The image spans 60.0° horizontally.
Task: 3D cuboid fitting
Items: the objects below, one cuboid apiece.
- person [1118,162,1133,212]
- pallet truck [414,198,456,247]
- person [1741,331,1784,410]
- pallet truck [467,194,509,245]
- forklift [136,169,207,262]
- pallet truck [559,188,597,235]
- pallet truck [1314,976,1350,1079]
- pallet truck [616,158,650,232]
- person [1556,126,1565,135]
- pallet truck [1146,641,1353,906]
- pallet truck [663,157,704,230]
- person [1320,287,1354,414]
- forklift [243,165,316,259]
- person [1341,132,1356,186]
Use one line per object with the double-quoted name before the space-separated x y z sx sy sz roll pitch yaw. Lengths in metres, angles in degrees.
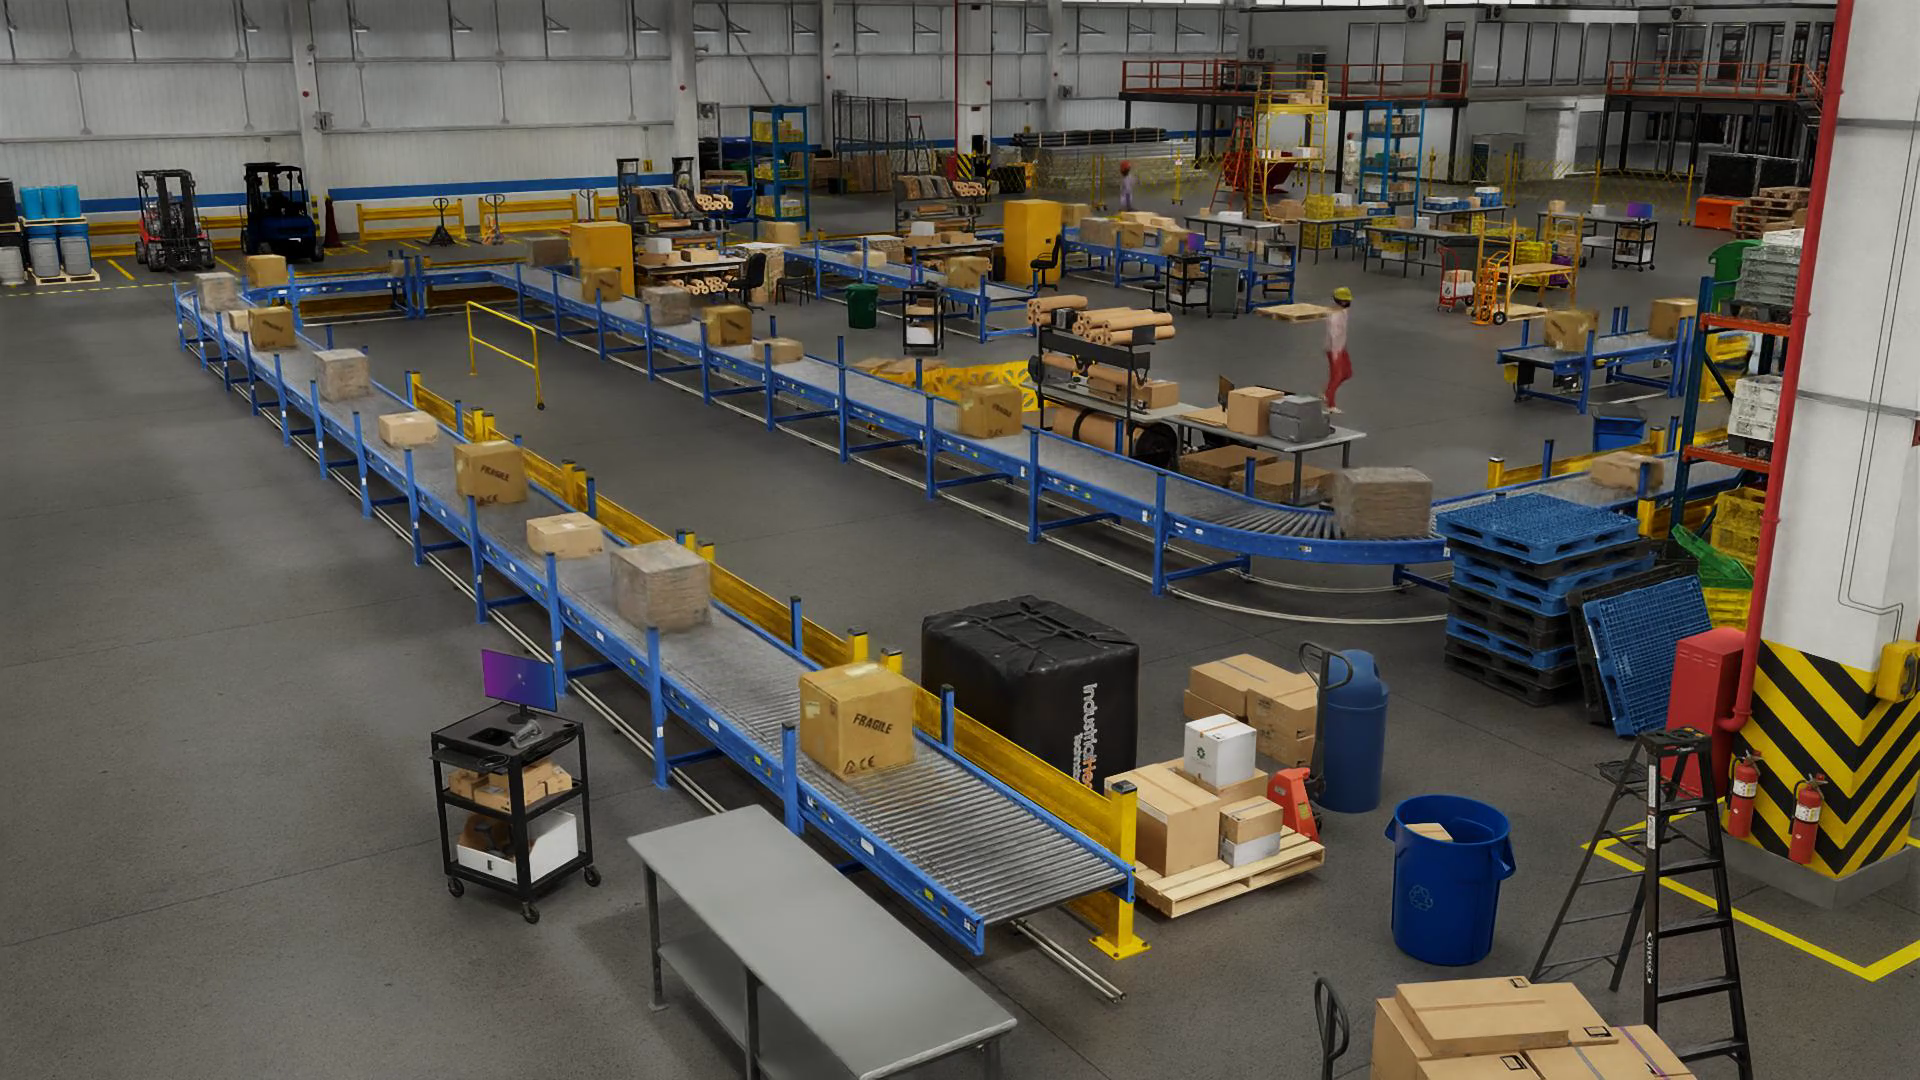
"person" 4.341 -8.687 42.634 0.793 2.004 0.613 2 17 8
"pallet truck" -13.250 -8.060 41.856 0.680 1.201 1.601 -10 20 -31
"person" 10.517 -2.202 21.611 0.861 1.653 0.552 -9 19 -29
"pallet truck" -11.983 -8.177 42.137 0.704 1.261 1.522 -11 20 -33
"forklift" -17.842 -7.318 37.559 1.157 1.987 2.680 -10 20 -31
"pallet truck" -10.010 -8.652 43.699 0.653 1.274 1.630 -10 20 -31
"pallet truck" 2.299 2.390 7.086 1.601 1.201 0.680 -2 17 -7
"pallet truck" -8.918 -9.176 44.255 0.823 1.965 1.885 -9 19 -27
"person" 25.640 -17.240 71.313 0.644 1.865 0.973 12 20 34
"pallet truck" 1.664 1.407 10.232 1.630 1.274 0.653 -10 20 -31
"pallet truck" -7.586 -9.308 44.692 0.823 1.965 1.885 -11 20 -33
"person" 5.200 -2.591 22.760 0.367 1.750 0.542 9 19 27
"forklift" -15.898 -7.669 38.708 1.157 1.987 2.680 -11 20 -33
"person" 13.655 -13.393 58.517 0.596 1.869 0.539 -11 20 -33
